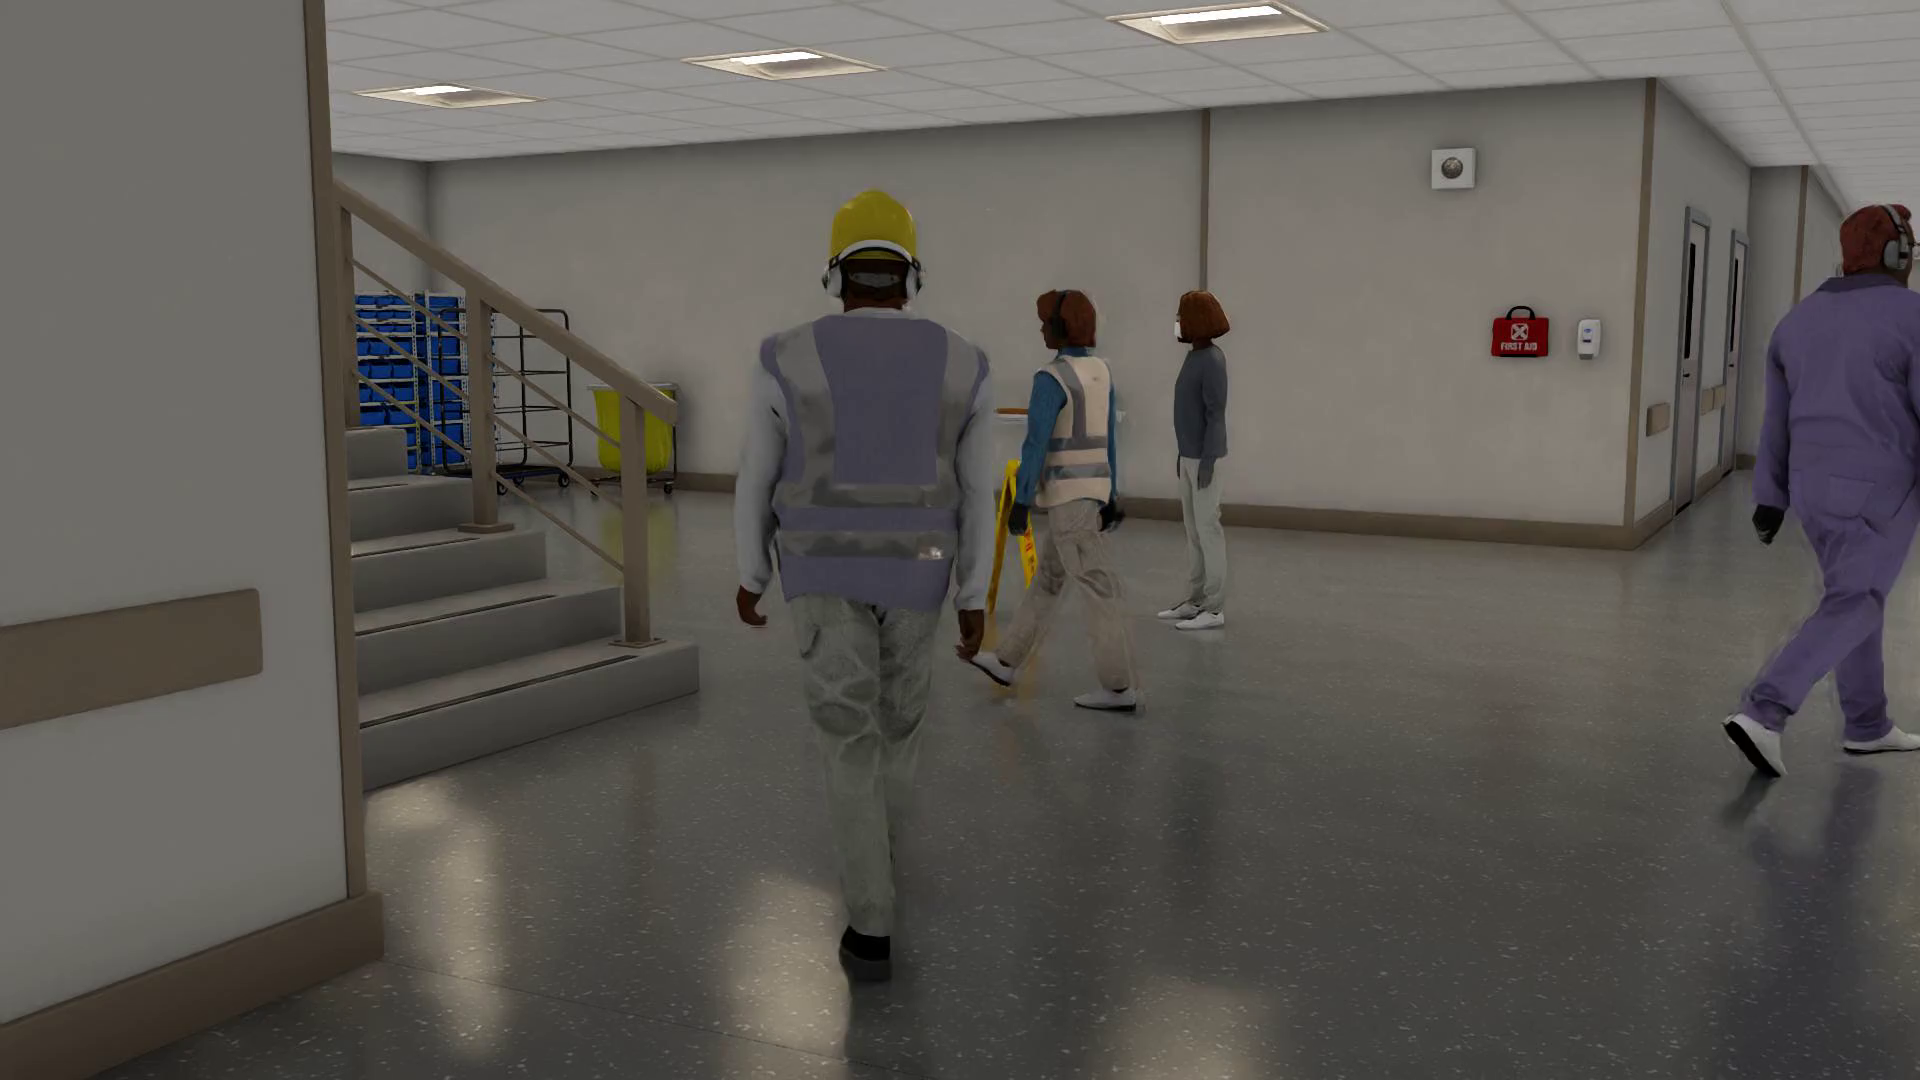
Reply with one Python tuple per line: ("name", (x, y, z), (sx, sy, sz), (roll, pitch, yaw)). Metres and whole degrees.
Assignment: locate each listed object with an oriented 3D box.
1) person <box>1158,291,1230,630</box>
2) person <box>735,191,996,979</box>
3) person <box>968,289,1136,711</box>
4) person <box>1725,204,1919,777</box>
("person", (1.149, -0.384, 8.062), (0.279, 1.633, 0.501), (-1, 7, -8))
("person", (-0.241, 0.066, 4.021), (0.590, 1.781, 0.930), (-2, 8, -17))
("person", (0.345, -0.158, 6.423), (0.831, 1.591, 0.541), (4, 8, 29))
("person", (2.900, -0.161, 5.456), (0.900, 1.873, 0.639), (-2, 8, -15))
